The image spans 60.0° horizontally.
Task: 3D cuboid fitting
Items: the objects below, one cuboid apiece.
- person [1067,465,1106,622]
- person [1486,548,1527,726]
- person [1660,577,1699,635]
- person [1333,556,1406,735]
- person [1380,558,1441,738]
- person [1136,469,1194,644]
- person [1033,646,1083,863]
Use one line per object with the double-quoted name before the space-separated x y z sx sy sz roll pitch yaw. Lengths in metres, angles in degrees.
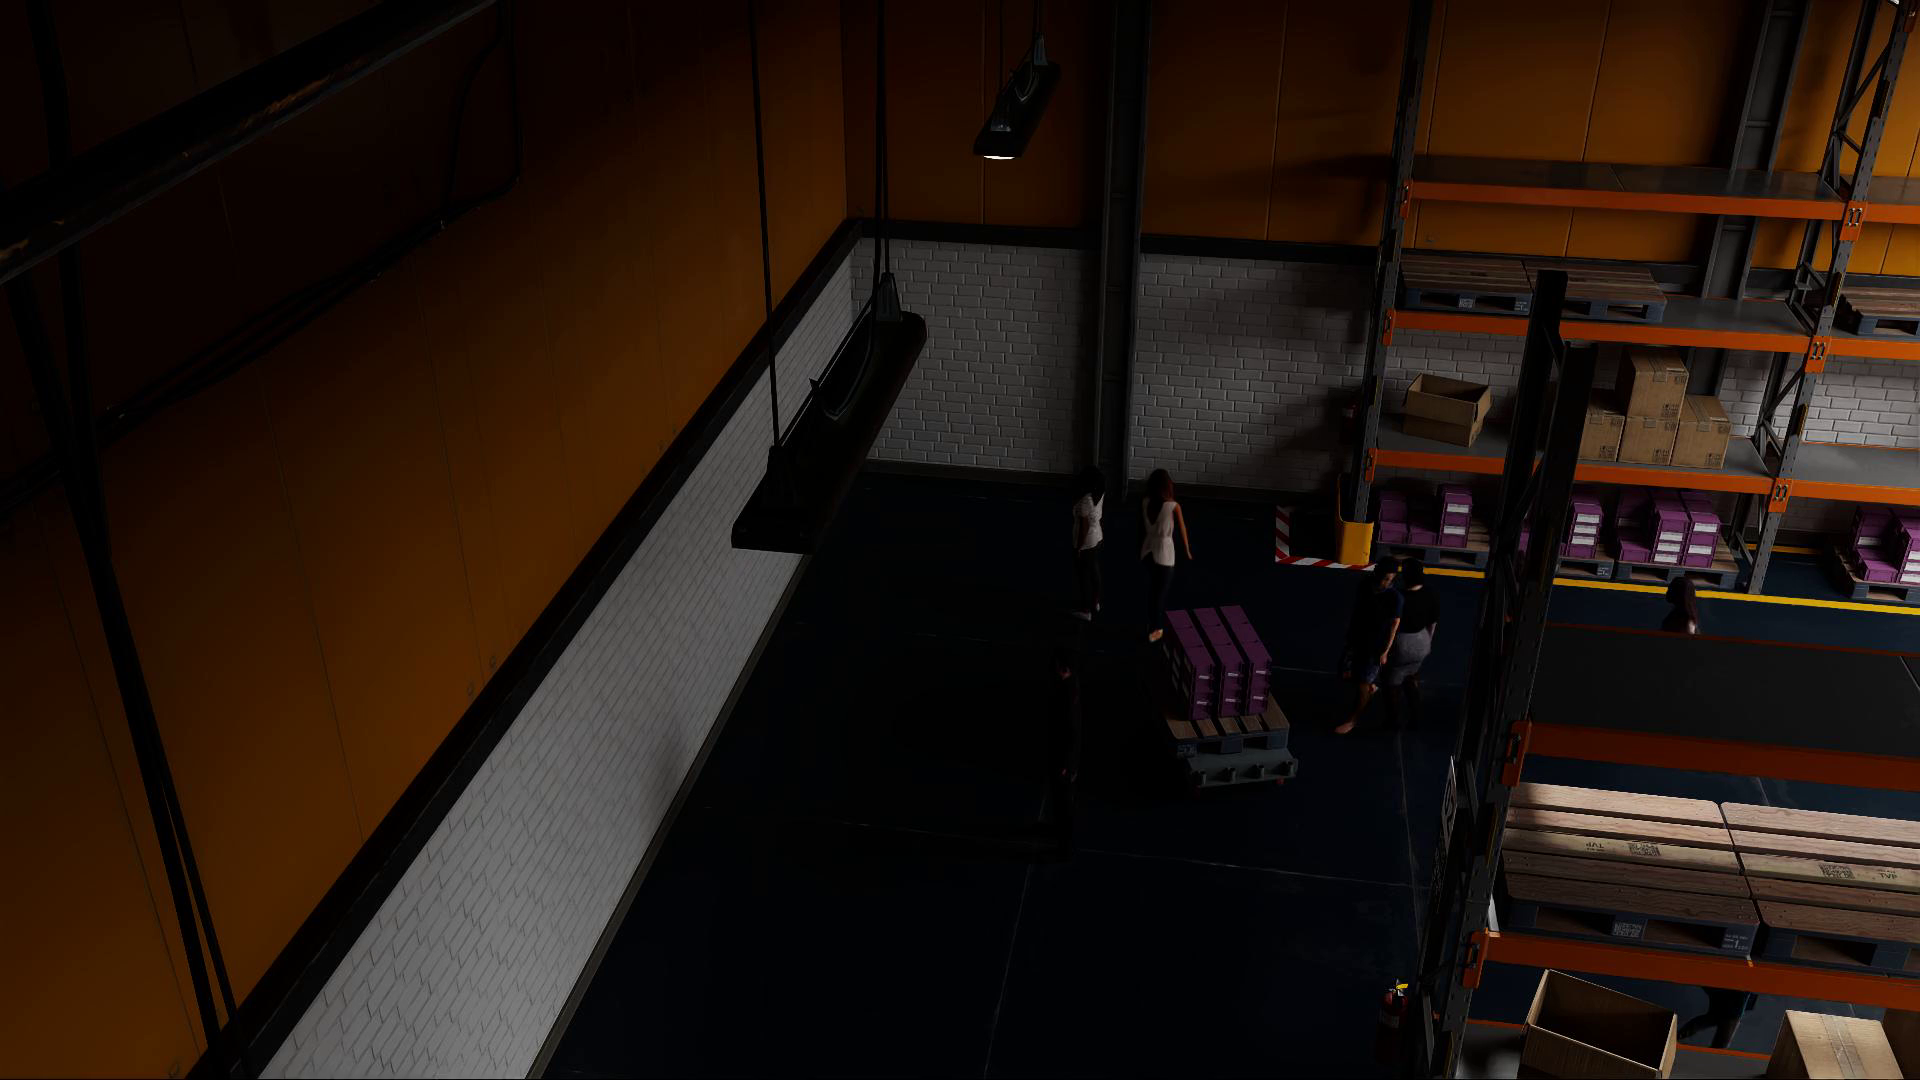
"person" 1.254 0.009 16.270 0.638 1.646 0.641 16 32 27
"person" 4.708 0.894 14.514 0.614 1.774 0.721 11 31 20
"person" 6.173 1.114 14.176 0.912 1.712 0.659 5 29 10
"person" 3.623 0.882 14.498 0.986 1.811 0.930 -16 32 -27
"person" 3.877 0.993 14.366 0.791 1.742 0.860 -7 29 -13
"person" 1.837 0.196 15.797 0.714 1.770 0.814 23 36 35
"person" 0.794 1.645 12.990 0.633 1.915 0.719 1 29 1
